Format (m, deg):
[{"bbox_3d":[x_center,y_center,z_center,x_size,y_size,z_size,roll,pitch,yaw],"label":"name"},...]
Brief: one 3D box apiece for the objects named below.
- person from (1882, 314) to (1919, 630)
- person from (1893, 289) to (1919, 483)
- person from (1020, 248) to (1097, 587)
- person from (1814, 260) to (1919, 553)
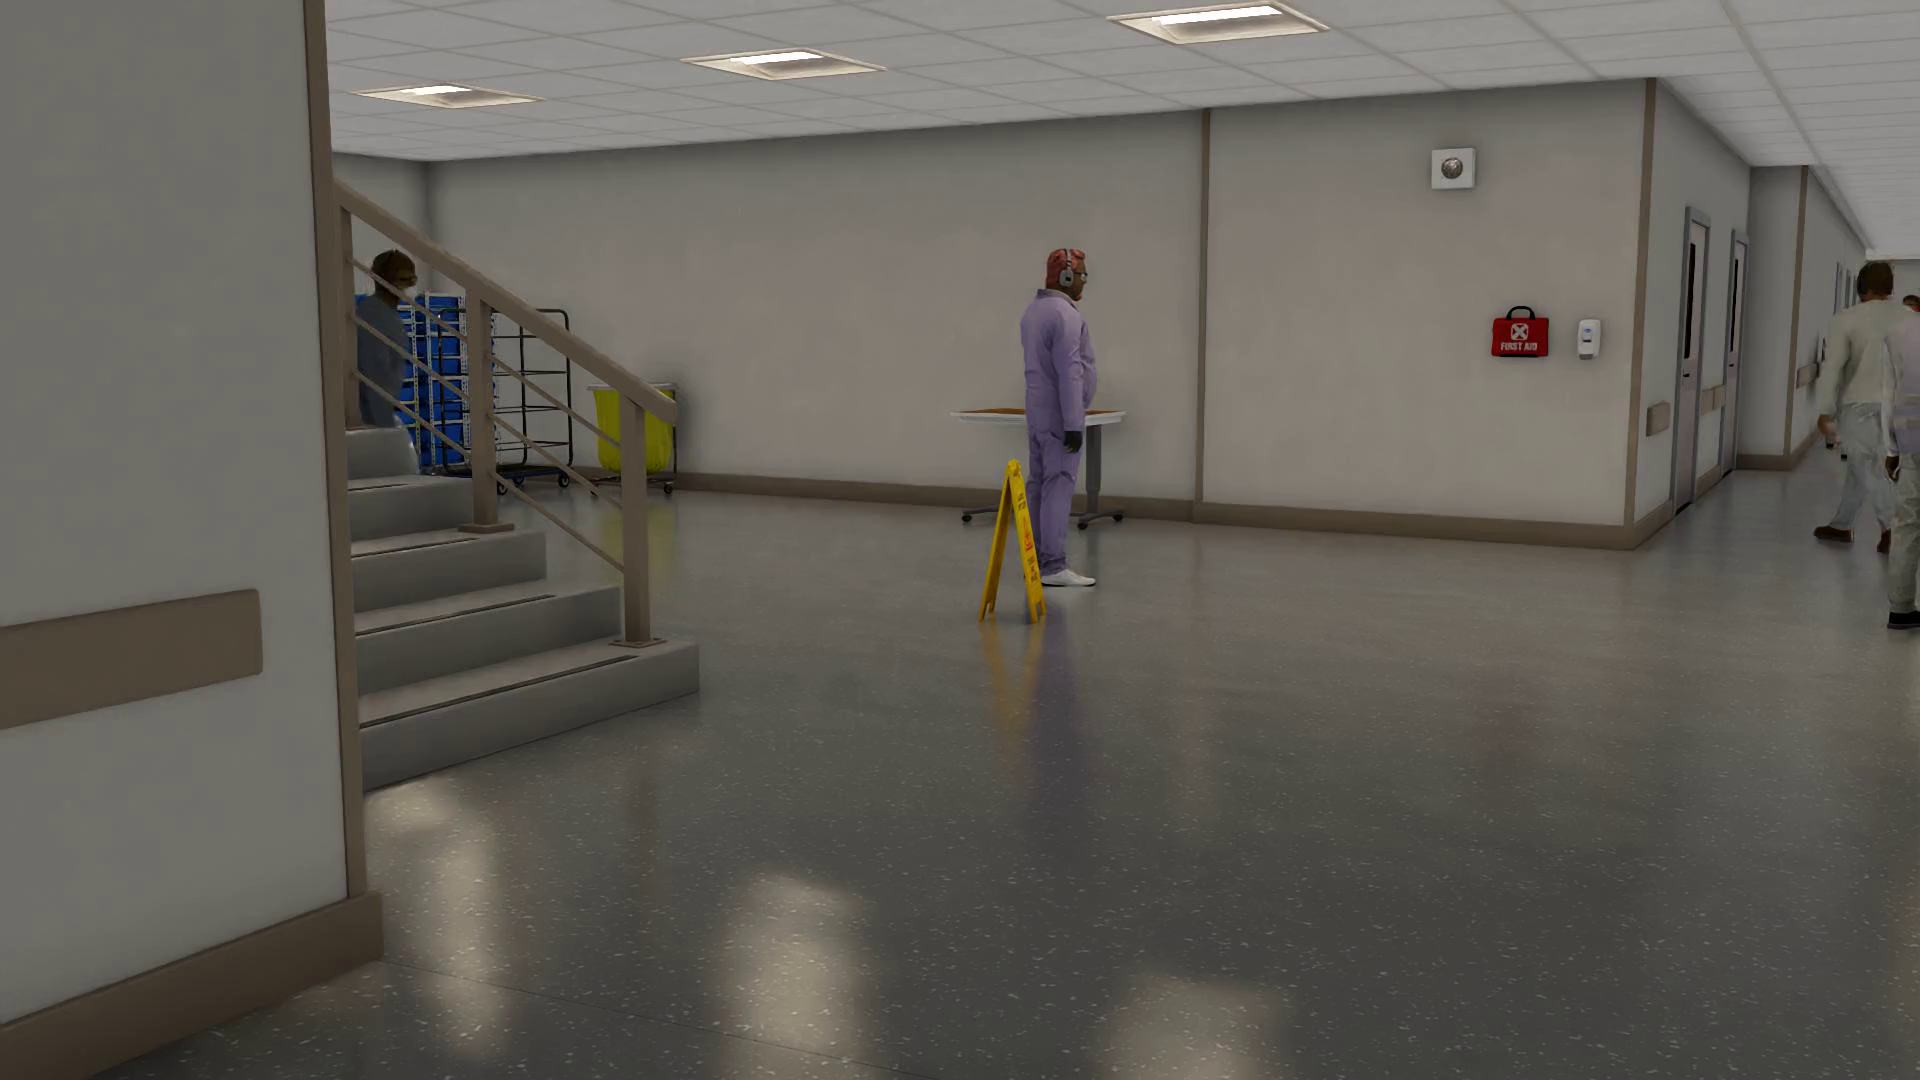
[{"bbox_3d":[4.649,-0.449,7.852,0.403,1.824,0.591,-4,8,-27],"label":"person"},{"bbox_3d":[8.880,-1.410,15.162,0.372,1.840,0.571,-1,8,-10],"label":"person"},{"bbox_3d":[0.573,-0.687,9.391,0.404,1.900,0.643,-2,8,-17],"label":"person"},{"bbox_3d":[5.958,-0.875,10.856,0.644,1.902,1.006,-1,7,-7],"label":"person"}]
